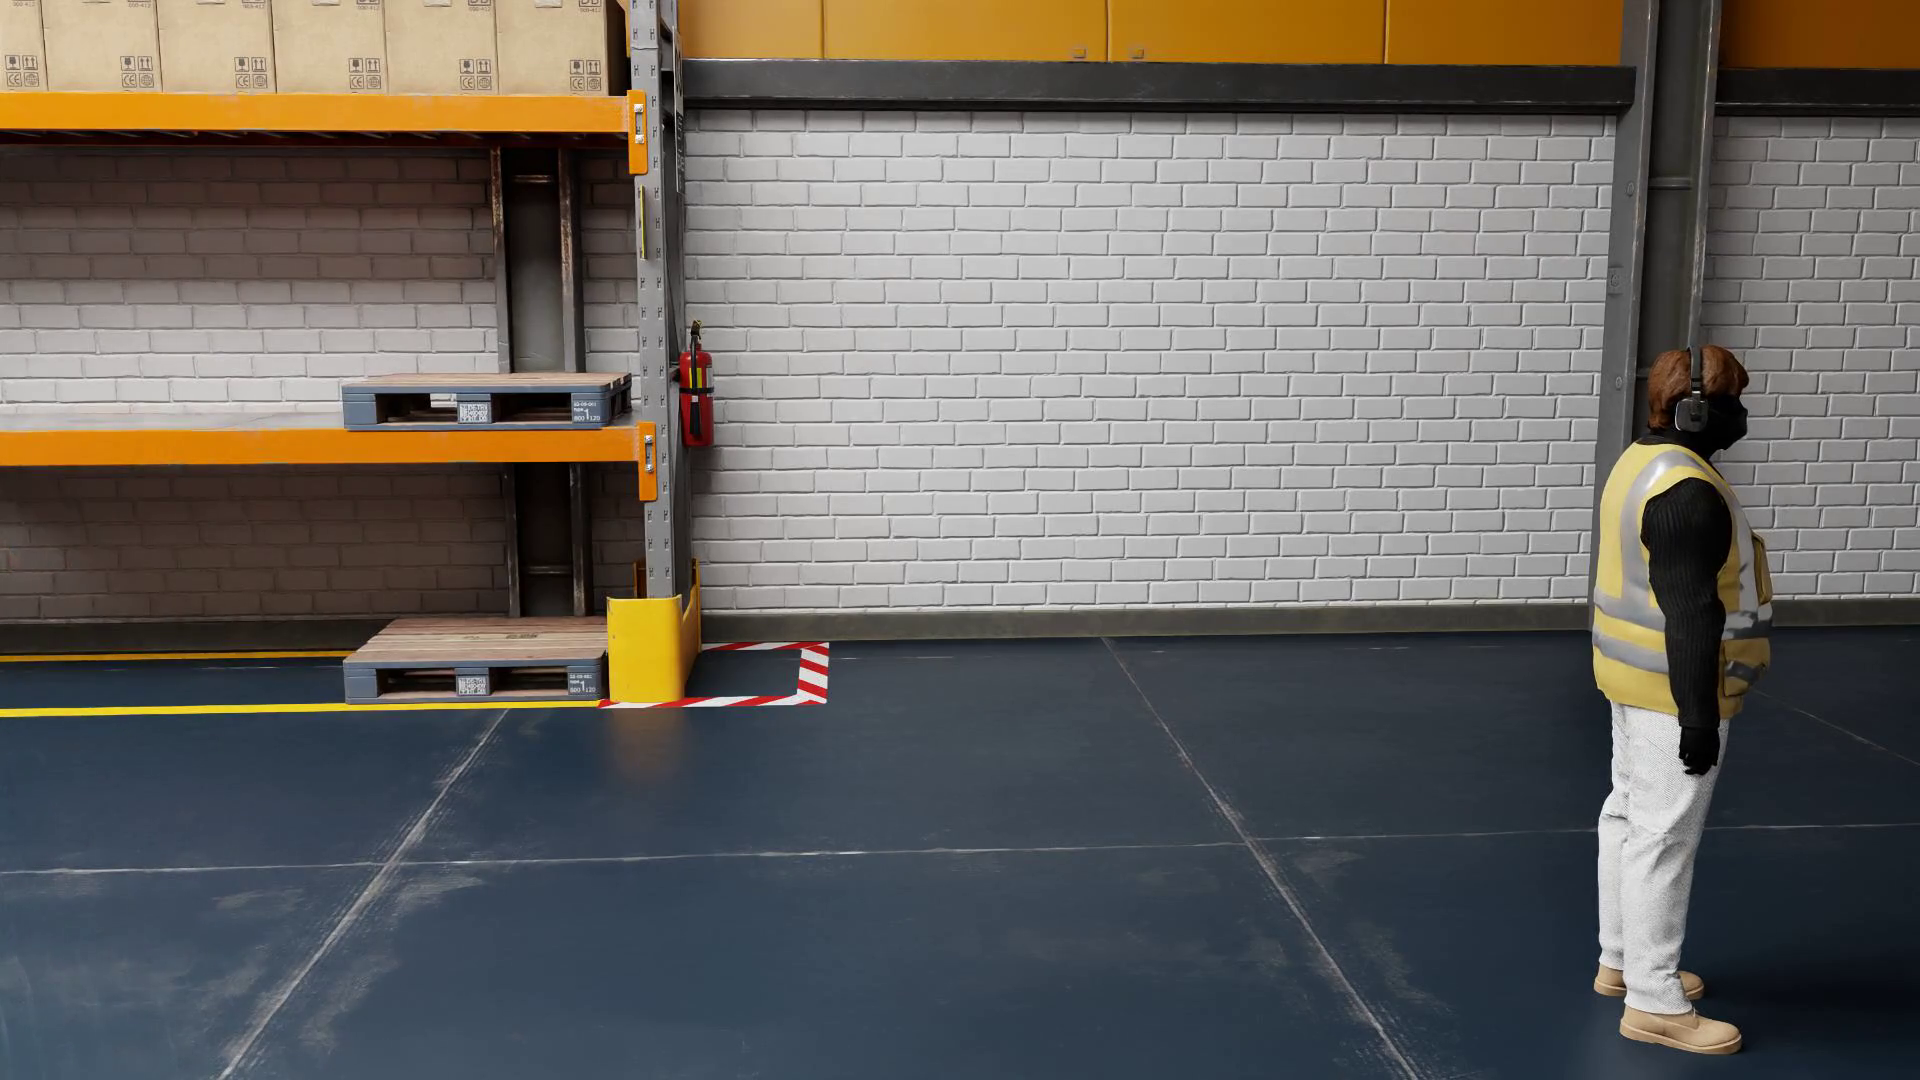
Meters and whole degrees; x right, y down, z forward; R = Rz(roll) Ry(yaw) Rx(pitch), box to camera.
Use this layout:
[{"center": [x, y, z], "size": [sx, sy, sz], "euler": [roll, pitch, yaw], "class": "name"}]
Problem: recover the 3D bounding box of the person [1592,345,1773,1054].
[{"center": [1.908, 0.407, 4.427], "size": [0.429, 1.844, 0.627], "euler": [2, 9, 10], "class": "person"}]
